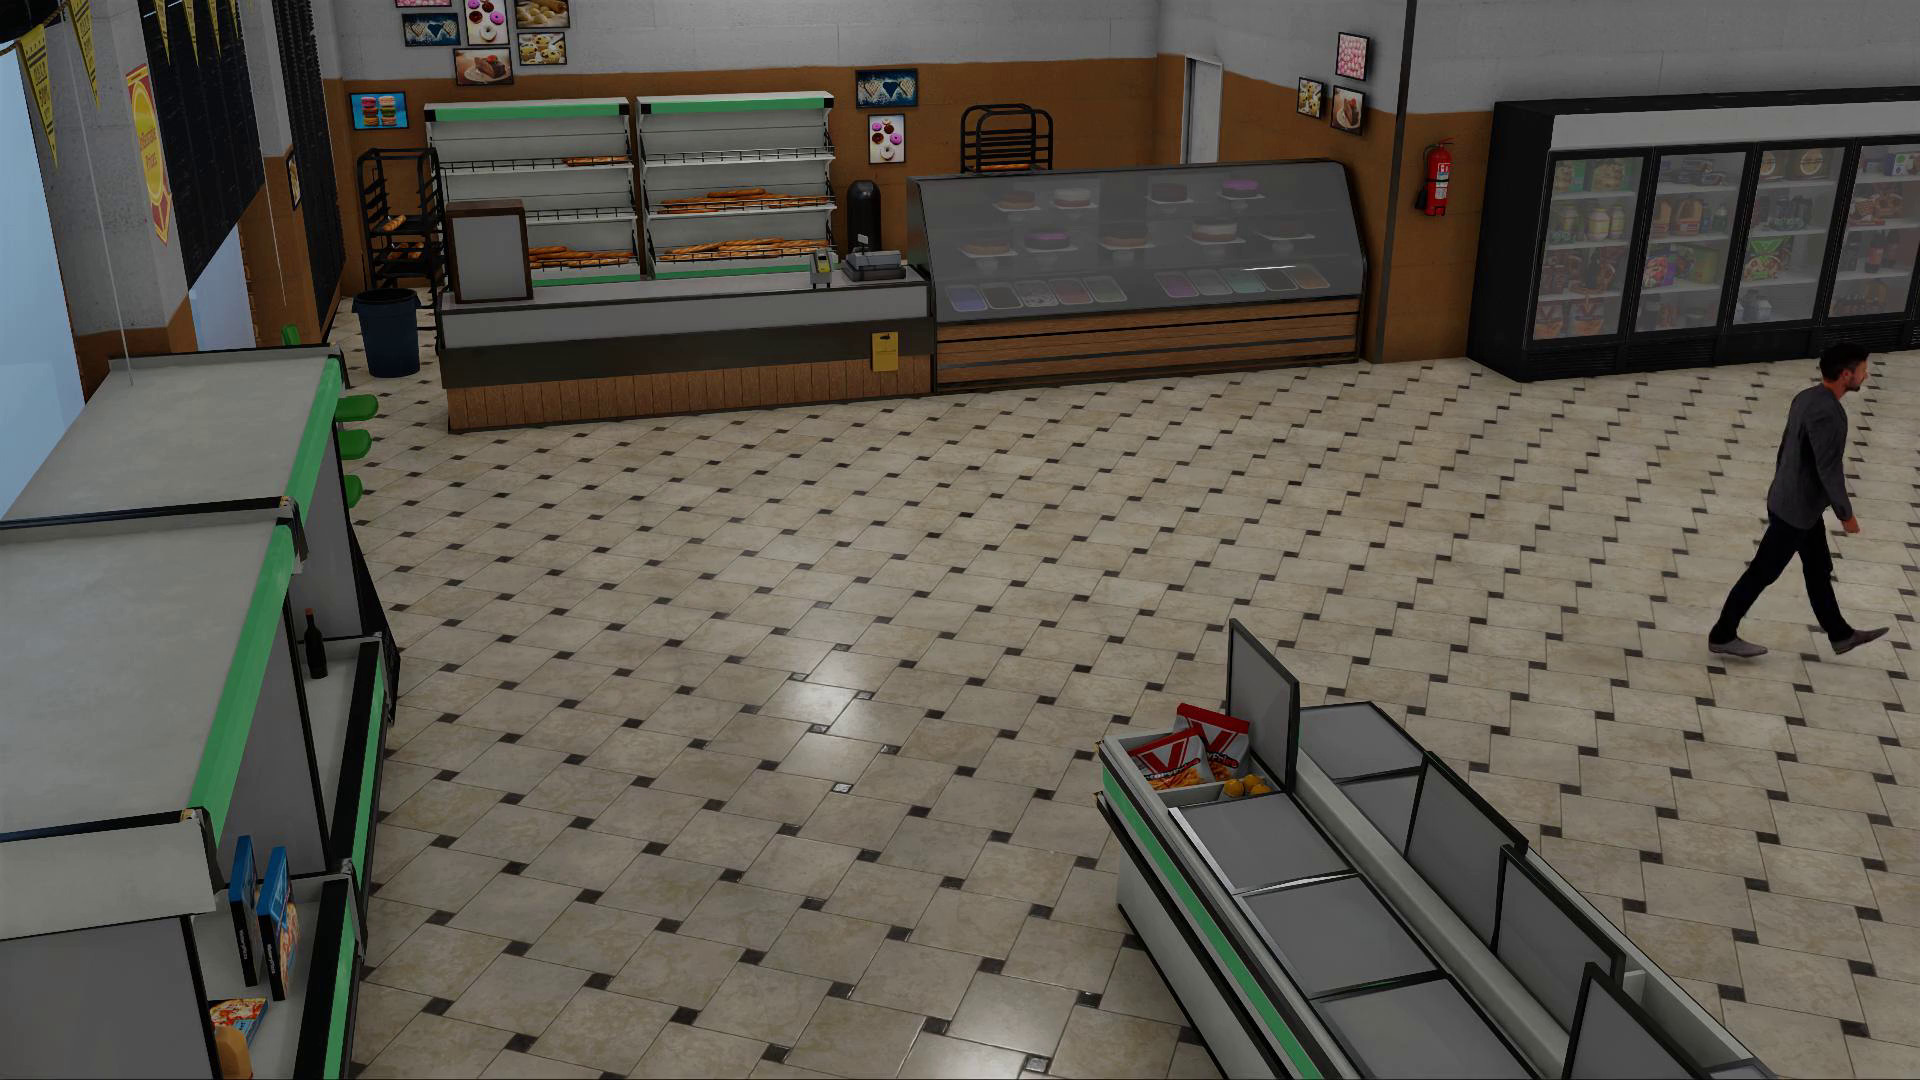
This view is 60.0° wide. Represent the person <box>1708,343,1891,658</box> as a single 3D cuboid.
[{"bbox_3d":[4.503,-0.165,9.138,1.160,1.819,1.204,8,23,18],"label":"person"}]
